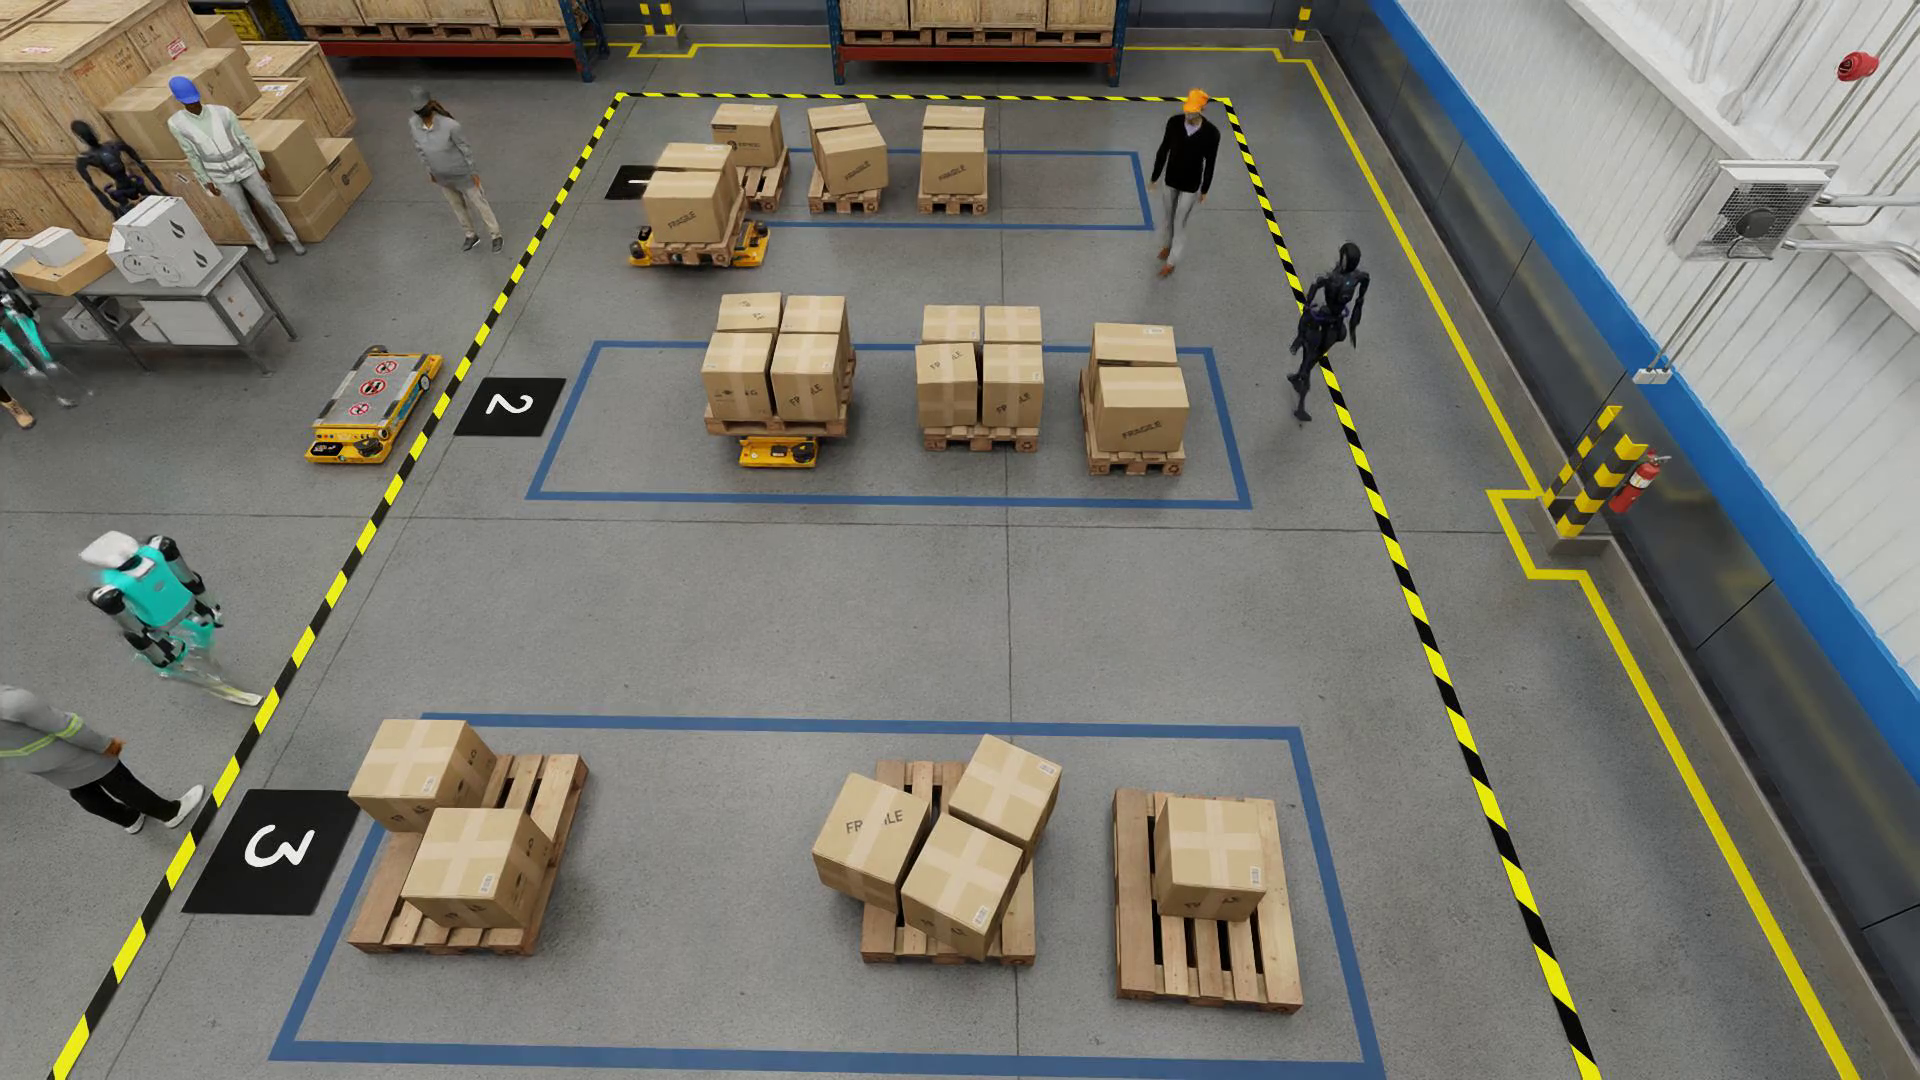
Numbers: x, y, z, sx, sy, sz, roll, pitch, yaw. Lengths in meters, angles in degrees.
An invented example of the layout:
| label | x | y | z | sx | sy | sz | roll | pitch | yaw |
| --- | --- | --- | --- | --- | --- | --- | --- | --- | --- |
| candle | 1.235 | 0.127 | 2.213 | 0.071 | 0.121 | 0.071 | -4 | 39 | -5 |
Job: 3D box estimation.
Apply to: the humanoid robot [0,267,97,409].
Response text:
| label | x | y | z | sx | sy | sz | roll | pitch | yaw |
| --- | --- | --- | --- | --- | --- | --- | --- | --- | --- |
| humanoid robot | -8.350 | -1.882 | 8.013 | 0.531 | 1.791 | 0.767 | -35 | 58 | -26 |

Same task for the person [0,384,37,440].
| label | x | y | z | sx | sy | sz | roll | pitch | yaw |
| --- | --- | --- | --- | --- | --- | --- | --- | --- | --- |
| person | -8.692 | -1.662 | 7.623 | 0.398 | 2.035 | 0.598 | 33 | 57 | 24 |

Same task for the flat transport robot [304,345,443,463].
| label | x | y | z | sx | sy | sz | roll | pitch | yaw |
| --- | --- | --- | --- | --- | --- | --- | --- | --- | --- |
| flat transport robot | -5.383 | -1.269 | 8.441 | 0.659 | 0.231 | 1.431 | 1 | 50 | 1 |

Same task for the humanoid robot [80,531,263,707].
| label | x | y | z | sx | sy | sz | roll | pitch | yaw |
| --- | --- | --- | --- | --- | --- | --- | --- | --- | --- |
| humanoid robot | -5.153 | 0.601 | 5.971 | 0.780 | 1.881 | 0.544 | 9 | 50 | 7 |

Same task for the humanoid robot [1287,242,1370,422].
| label | x | y | z | sx | sy | sz | roll | pitch | yaw |
| --- | --- | --- | --- | --- | --- | --- | --- | --- | --- |
| humanoid robot | 3.228 | -1.821 | 8.007 | 0.584 | 1.631 | 0.740 | -8 | 50 | -7 |

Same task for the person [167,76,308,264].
| label | x | y | z | sx | sy | sz | roll | pitch | yaw |
| --- | --- | --- | --- | --- | --- | --- | --- | --- | --- |
| person | -7.524 | -3.813 | 9.502 | 0.602 | 1.939 | 0.411 | -30 | 56 | -23 |

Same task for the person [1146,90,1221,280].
| label | x | y | z | sx | sy | sz | roll | pitch | yaw |
| --- | --- | --- | --- | --- | --- | --- | --- | --- | --- |
| person | 2.204 | -3.613 | 9.392 | 0.591 | 1.863 | 0.699 | 32 | 57 | 24 |

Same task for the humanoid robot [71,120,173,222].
| label | x | y | z | sx | sy | sz | roll | pitch | yaw |
| --- | --- | --- | --- | --- | --- | --- | --- | --- | --- |
| humanoid robot | -8.434 | -3.480 | 9.396 | 0.426 | 1.647 | 0.612 | 24 | 54 | 19 |

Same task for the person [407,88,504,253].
| label | x | y | z | sx | sy | sz | roll | pitch | yaw |
| --- | --- | --- | --- | --- | --- | --- | --- | --- | --- |
| person | -5.336 | -3.878 | 9.664 | 0.573 | 1.768 | 0.402 | 5 | 50 | 4 |

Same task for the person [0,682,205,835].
| label | x | y | z | sx | sy | sz | roll | pitch | yaw |
| --- | --- | --- | --- | --- | --- | --- | --- | --- | --- |
| person | -5.245 | 1.188 | 5.324 | 0.587 | 1.853 | 0.391 | -3 | 50 | -2 |

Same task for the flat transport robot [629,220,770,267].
| label | x | y | z | sx | sy | sz | roll | pitch | yaw |
| --- | --- | --- | --- | --- | --- | --- | --- | --- | --- |
| flat transport robot | -2.873 | -3.301 | 10.142 | 1.431 | 0.197 | 0.652 | 1 | 50 | 1 |

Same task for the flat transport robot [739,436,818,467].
| label | x | y | z | sx | sy | sz | roll | pitch | yaw |
| --- | --- | --- | --- | --- | --- | --- | --- | --- | --- |
| flat transport robot | -1.582 | -1.235 | 8.394 | 0.652 | 0.197 | 1.431 | 1 | 50 | 1 |
